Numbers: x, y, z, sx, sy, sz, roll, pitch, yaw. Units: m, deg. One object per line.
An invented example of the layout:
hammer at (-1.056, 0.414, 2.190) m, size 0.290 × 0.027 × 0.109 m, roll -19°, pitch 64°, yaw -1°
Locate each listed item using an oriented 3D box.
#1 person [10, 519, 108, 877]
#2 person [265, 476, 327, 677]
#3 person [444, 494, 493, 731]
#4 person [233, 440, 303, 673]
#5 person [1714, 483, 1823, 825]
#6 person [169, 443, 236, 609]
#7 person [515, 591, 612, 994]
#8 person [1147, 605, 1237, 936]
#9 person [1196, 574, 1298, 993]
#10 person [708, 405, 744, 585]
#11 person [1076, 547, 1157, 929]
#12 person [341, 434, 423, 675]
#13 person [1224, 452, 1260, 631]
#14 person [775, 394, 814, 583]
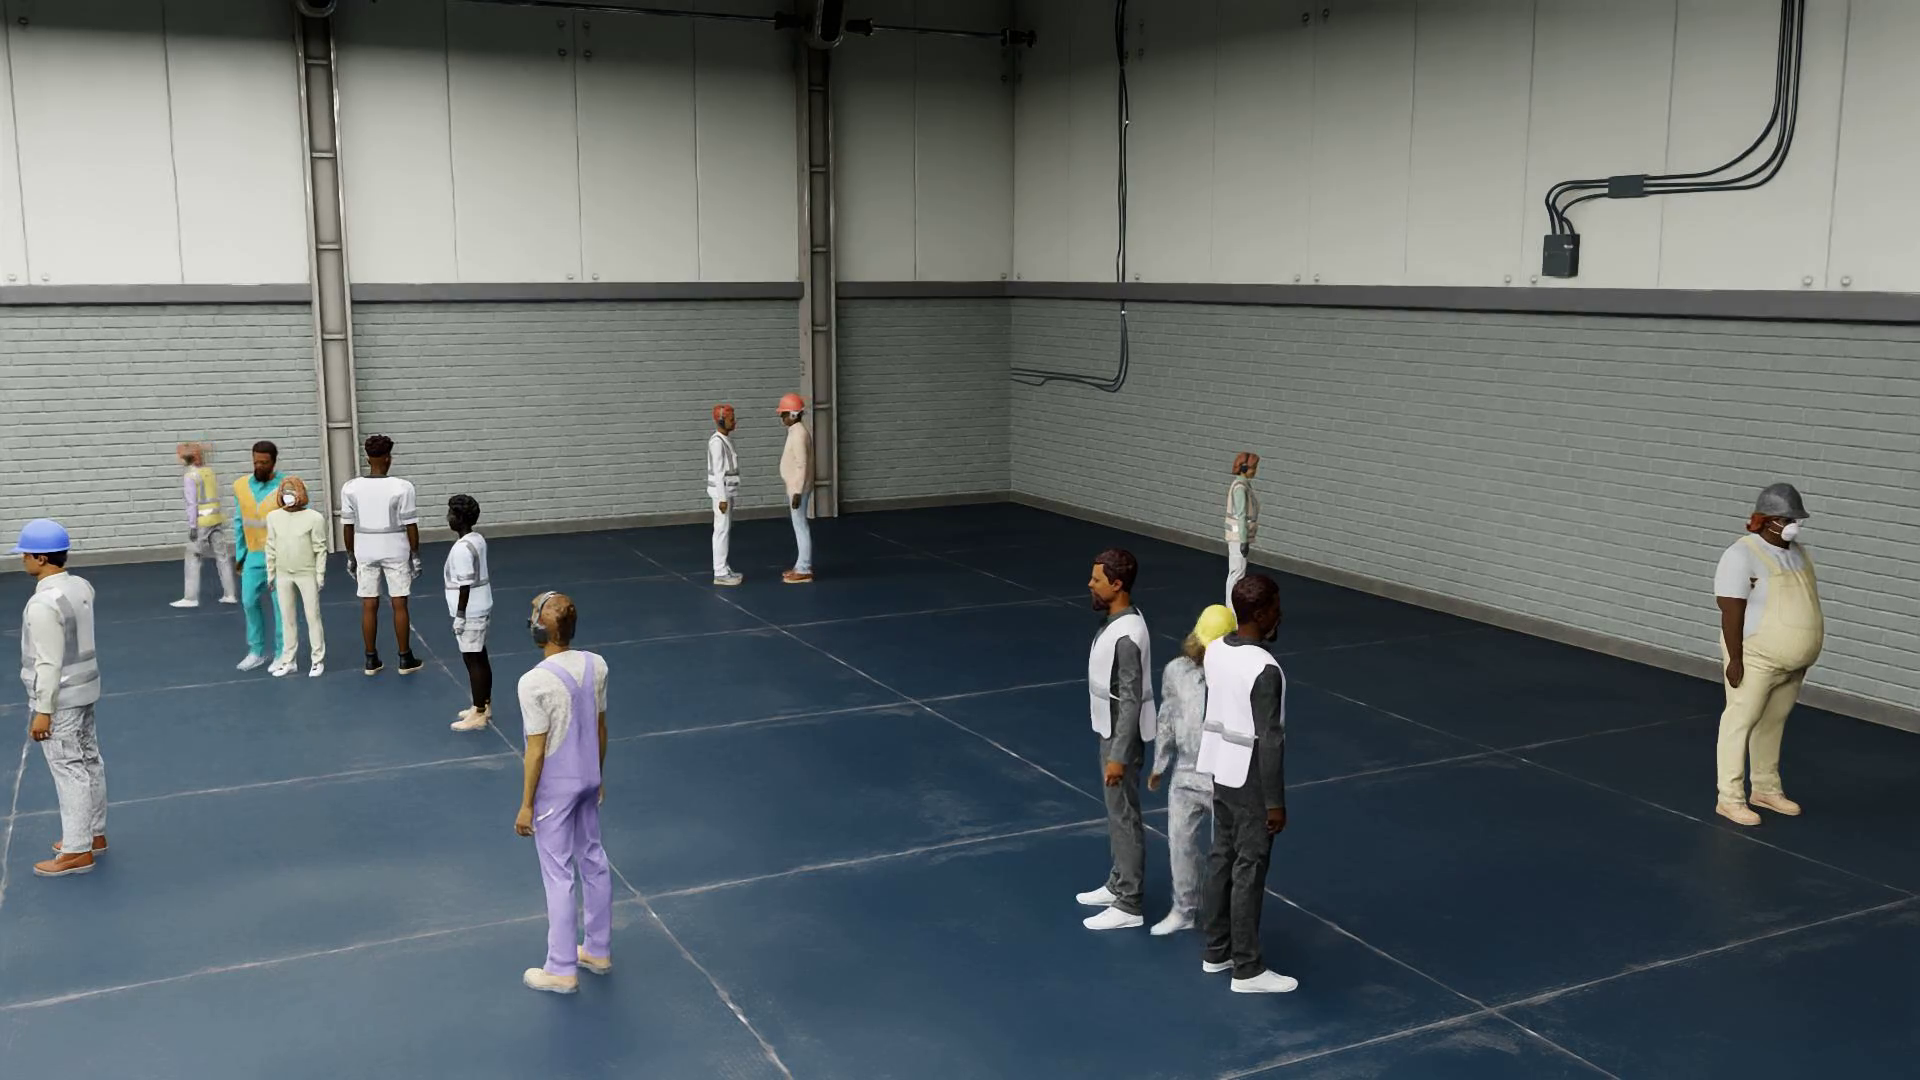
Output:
person at (-4.901, 0.849, 9.080) m, size 0.386 × 1.948 × 0.602 m, roll -2°, pitch 9°, yaw -10°
person at (-5.363, 0.297, 13.444) m, size 0.500 × 1.636 × 0.280 m, roll 1°, pitch 9°, yaw 4°
person at (-3.521, 0.514, 11.921) m, size 0.318 × 1.696 × 0.537 m, roll -1°, pitch 9°, yaw -5°
person at (-5.665, 0.126, 13.658) m, size 0.642 × 1.908 × 0.456 m, roll 1°, pitch 9°, yaw 8°
person at (4.851, 0.667, 9.916) m, size 0.683 × 2.000 × 0.538 m, roll -5°, pitch 11°, yaw -29°
person at (-7.407, -0.140, 16.231) m, size 0.559 × 1.609 × 0.523 m, roll 0°, pitch 9°, yaw 1°
person at (-1.815, 1.142, 7.593) m, size 0.345 × 1.847 × 0.504 m, roll 6°, pitch 11°, yaw 31°
person at (1.180, 1.140, 8.018) m, size 0.550 × 1.716 × 0.372 m, roll 7°, pitch 11°, yaw 35°
person at (1.299, 1.102, 7.611) m, size 0.392 × 1.920 × 0.587 m, roll -3°, pitch 10°, yaw -19°
person at (-2.466, -0.475, 17.440) m, size 0.347 × 1.882 × 0.584 m, roll 0°, pitch 9°, yaw -2°
person at (0.800, 0.986, 8.329) m, size 0.391 × 1.920 × 0.587 m, roll 0°, pitch 9°, yaw 1°
person at (-4.686, 0.120, 13.519) m, size 0.613 × 1.962 × 0.362 m, roll 0°, pitch 9°, yaw -1°
person at (2.572, 0.010, 15.203) m, size 0.309 × 1.640 × 0.514 m, roll 1°, pitch 9°, yaw 7°
person at (-1.733, -0.544, 17.529) m, size 0.402 × 1.990 × 0.622 m, roll -1°, pitch 9°, yaw -7°
